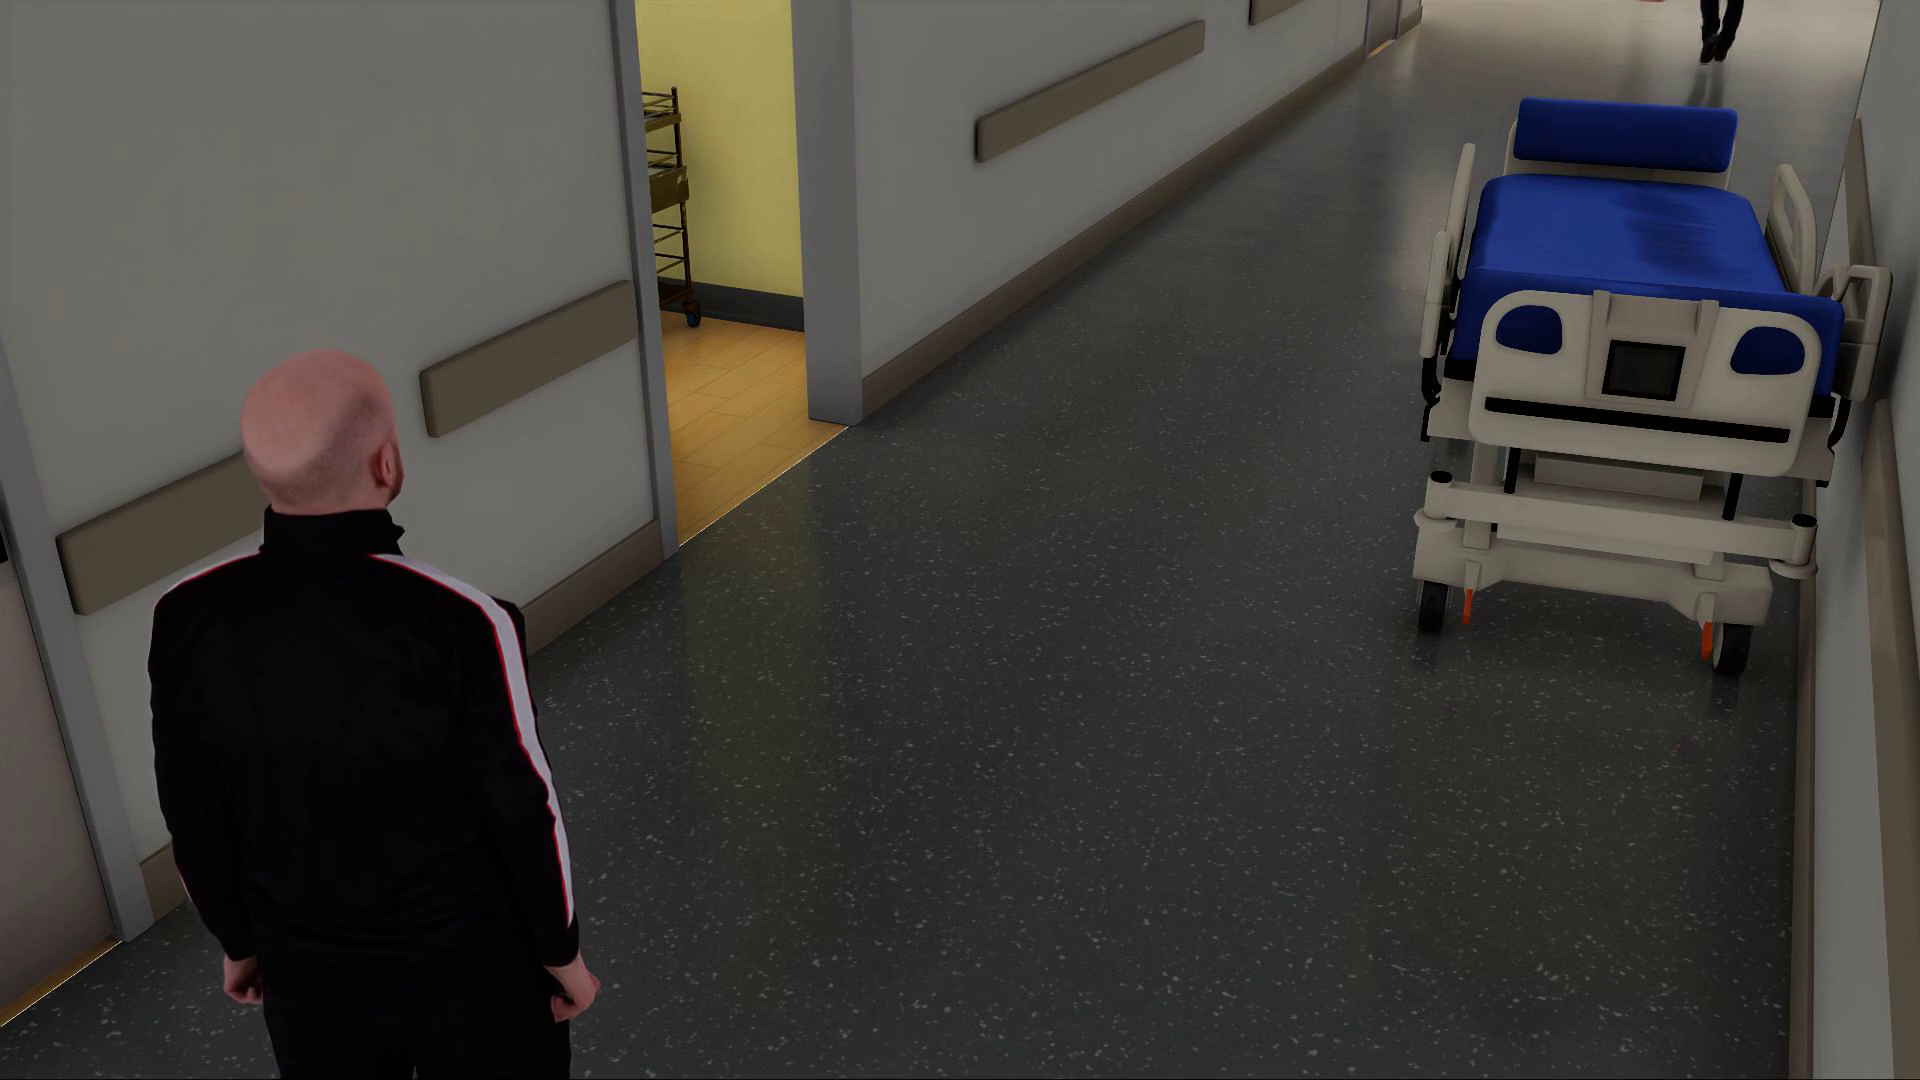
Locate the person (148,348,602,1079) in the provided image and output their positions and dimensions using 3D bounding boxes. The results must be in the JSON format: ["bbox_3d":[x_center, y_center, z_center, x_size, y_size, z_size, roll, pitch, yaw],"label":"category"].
[{"bbox_3d":[-0.785,0.619,2.338,0.656,1.835,0.819,2,26,3],"label":"person"}]
